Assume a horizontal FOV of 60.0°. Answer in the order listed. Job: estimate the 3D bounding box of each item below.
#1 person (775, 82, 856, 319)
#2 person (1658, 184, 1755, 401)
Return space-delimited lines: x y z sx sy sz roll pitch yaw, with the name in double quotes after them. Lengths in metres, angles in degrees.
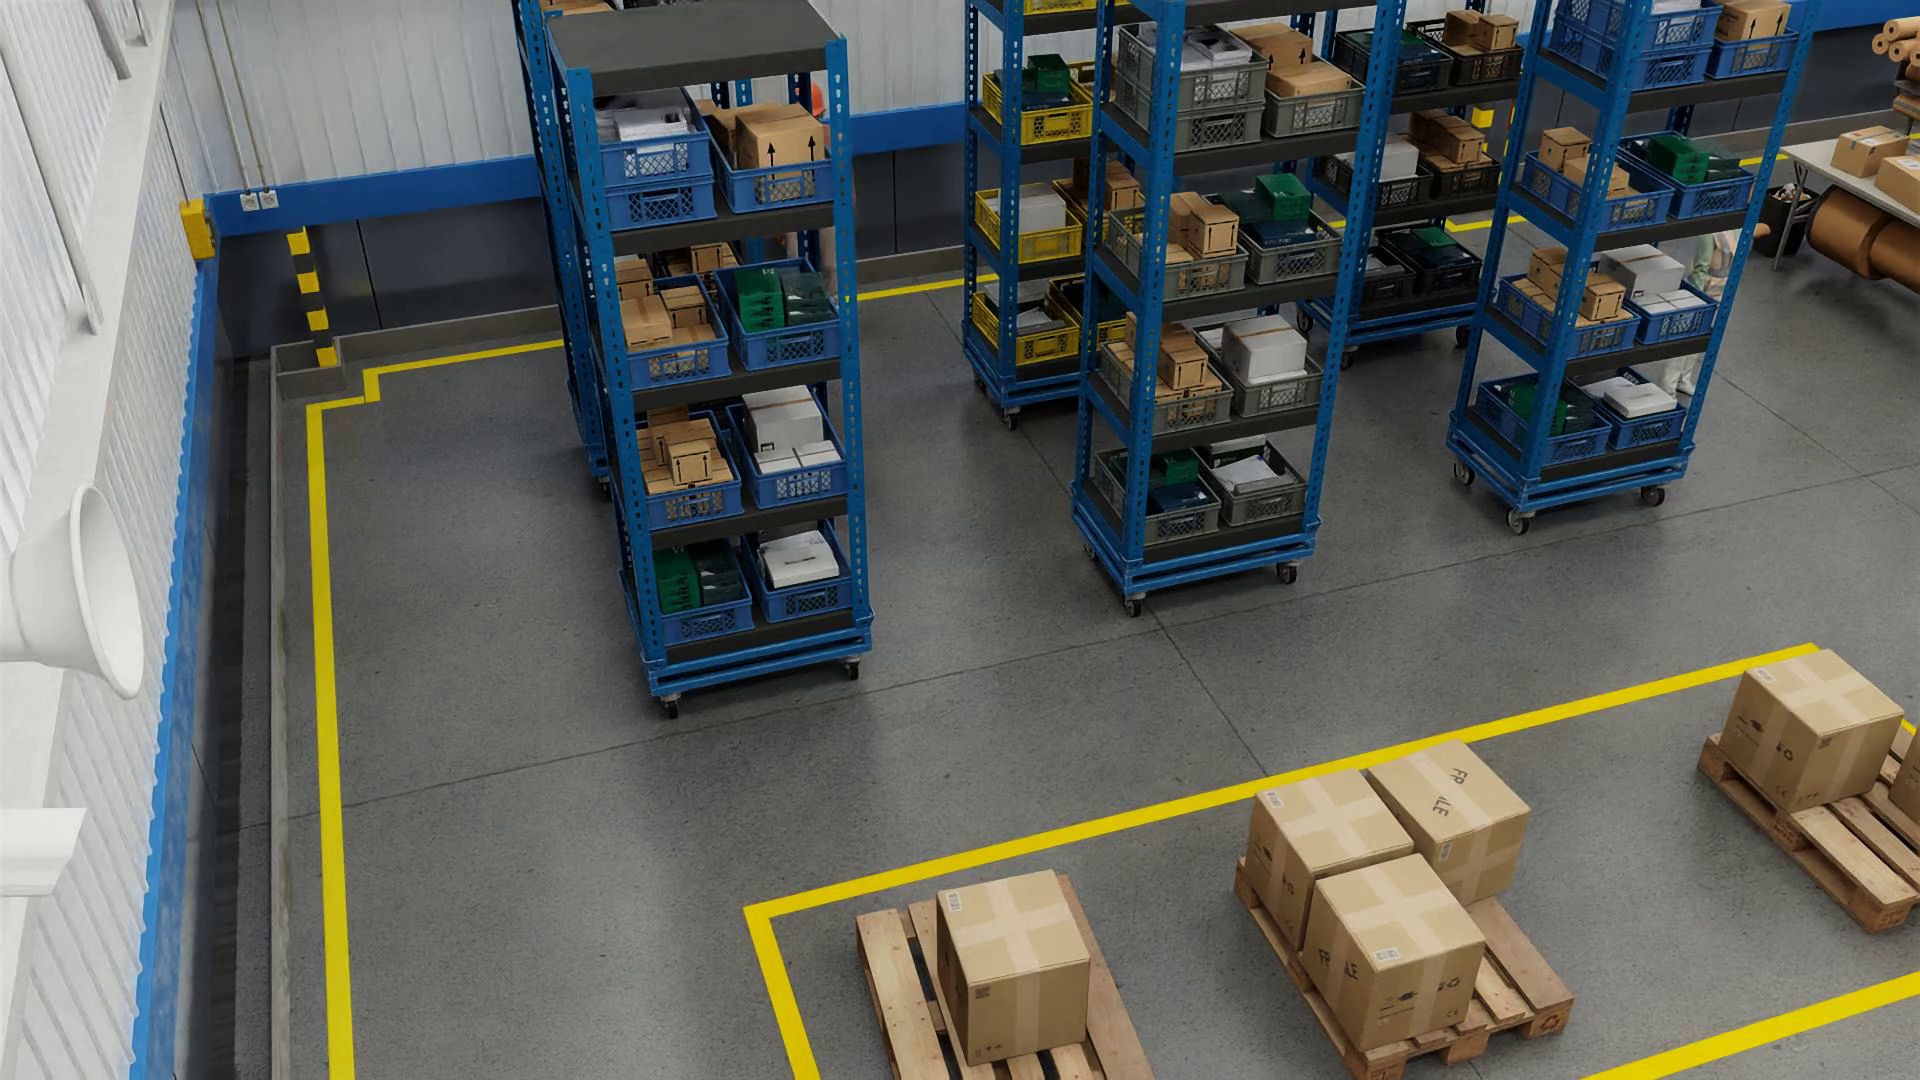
-1.044 -2.295 11.815 0.620 1.988 0.405 -6 36 -9 "person"
5.021 -1.657 11.203 0.307 1.638 0.512 29 44 35 "person"
